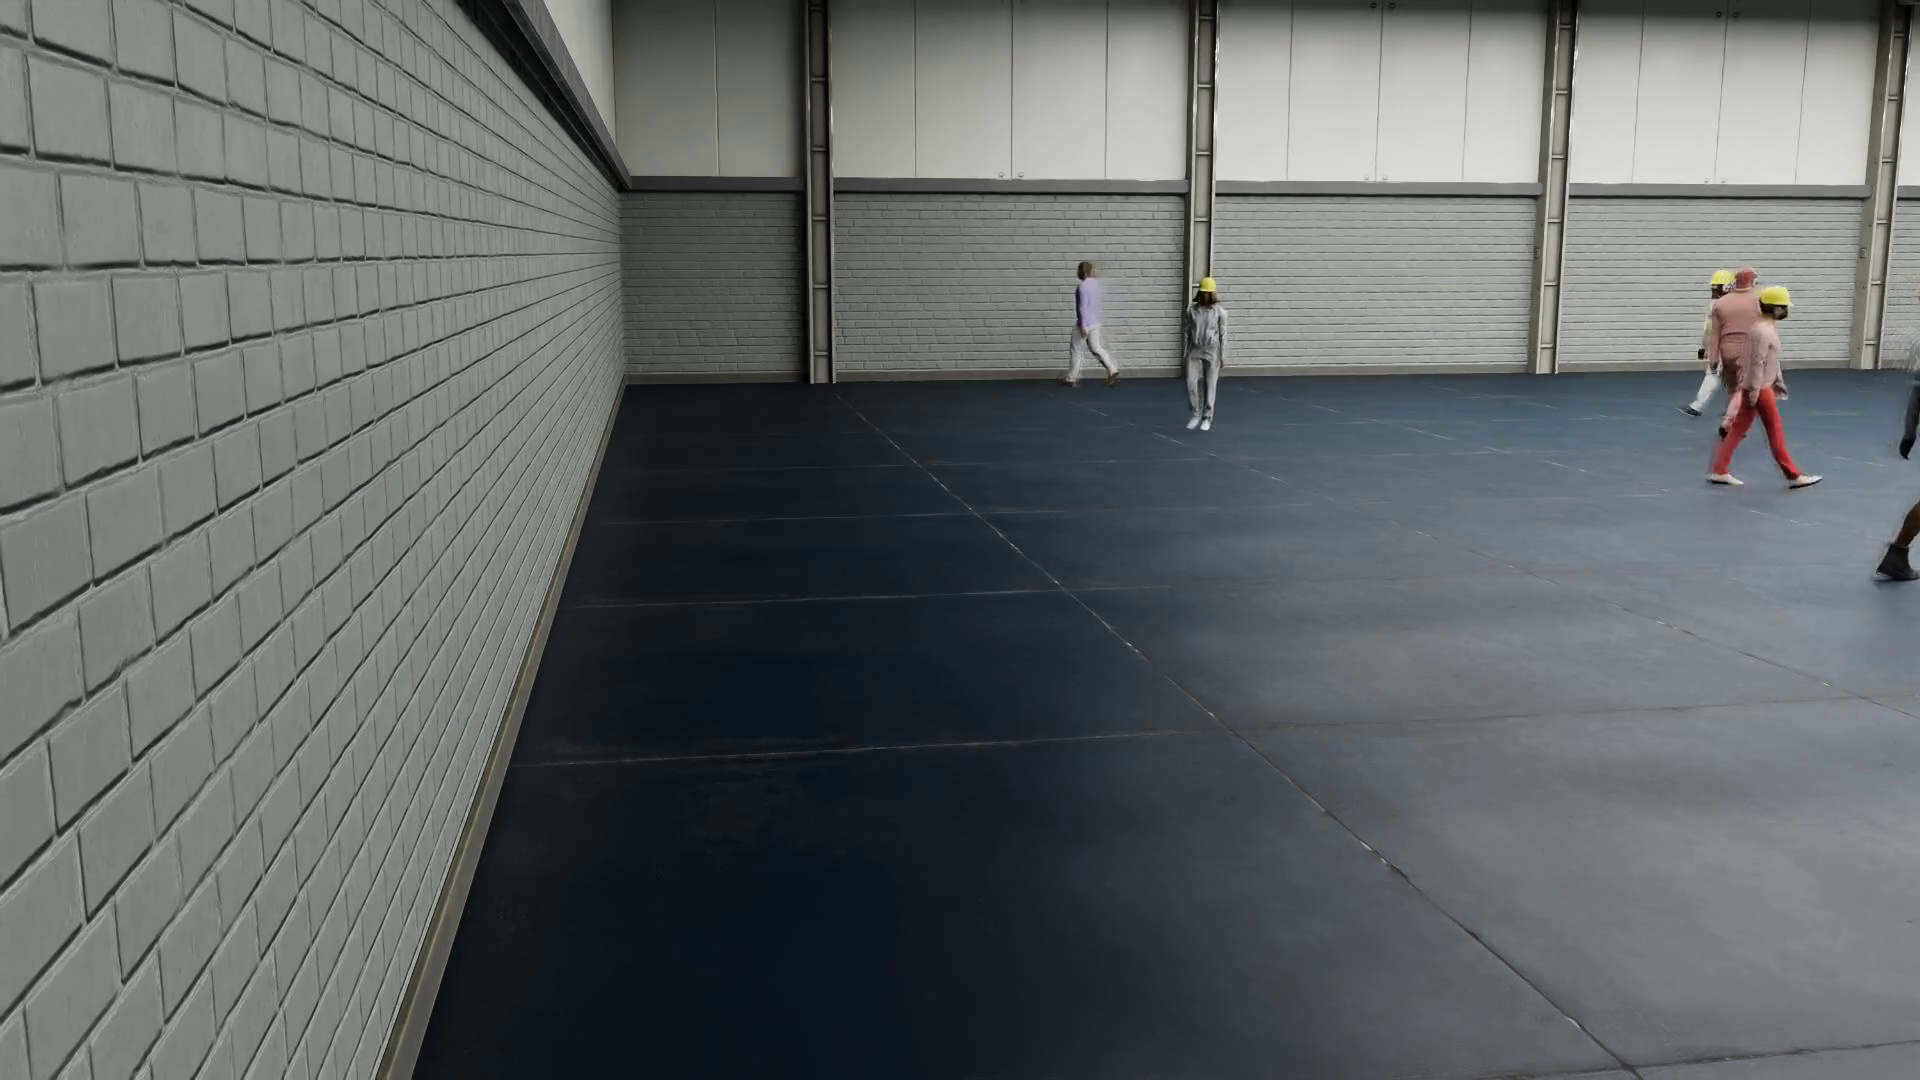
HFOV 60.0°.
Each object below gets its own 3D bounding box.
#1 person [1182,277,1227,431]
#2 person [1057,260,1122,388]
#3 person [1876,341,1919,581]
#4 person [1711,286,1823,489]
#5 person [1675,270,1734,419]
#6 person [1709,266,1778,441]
[{"bbox_3d":[2.746,-2.086,18.732,0.519,1.721,0.487,4,11,20],"label":"person"},{"bbox_3d":[1.959,-3.190,24.660,0.950,1.906,0.643,6,11,29],"label":"person"},{"bbox_3d":[6.103,-0.685,10.252,1.007,1.889,0.564,-2,10,-13],"label":"person"},{"bbox_3d":[6.916,-1.292,14.188,0.888,1.719,0.540,5,11,25],"label":"person"},{"bbox_3d":[9.094,-2.340,20.046,0.913,1.783,0.625,0,10,2],"label":"person"},{"bbox_3d":[8.267,-1.959,17.632,0.932,1.870,0.640,-8,13,-40],"label":"person"}]
